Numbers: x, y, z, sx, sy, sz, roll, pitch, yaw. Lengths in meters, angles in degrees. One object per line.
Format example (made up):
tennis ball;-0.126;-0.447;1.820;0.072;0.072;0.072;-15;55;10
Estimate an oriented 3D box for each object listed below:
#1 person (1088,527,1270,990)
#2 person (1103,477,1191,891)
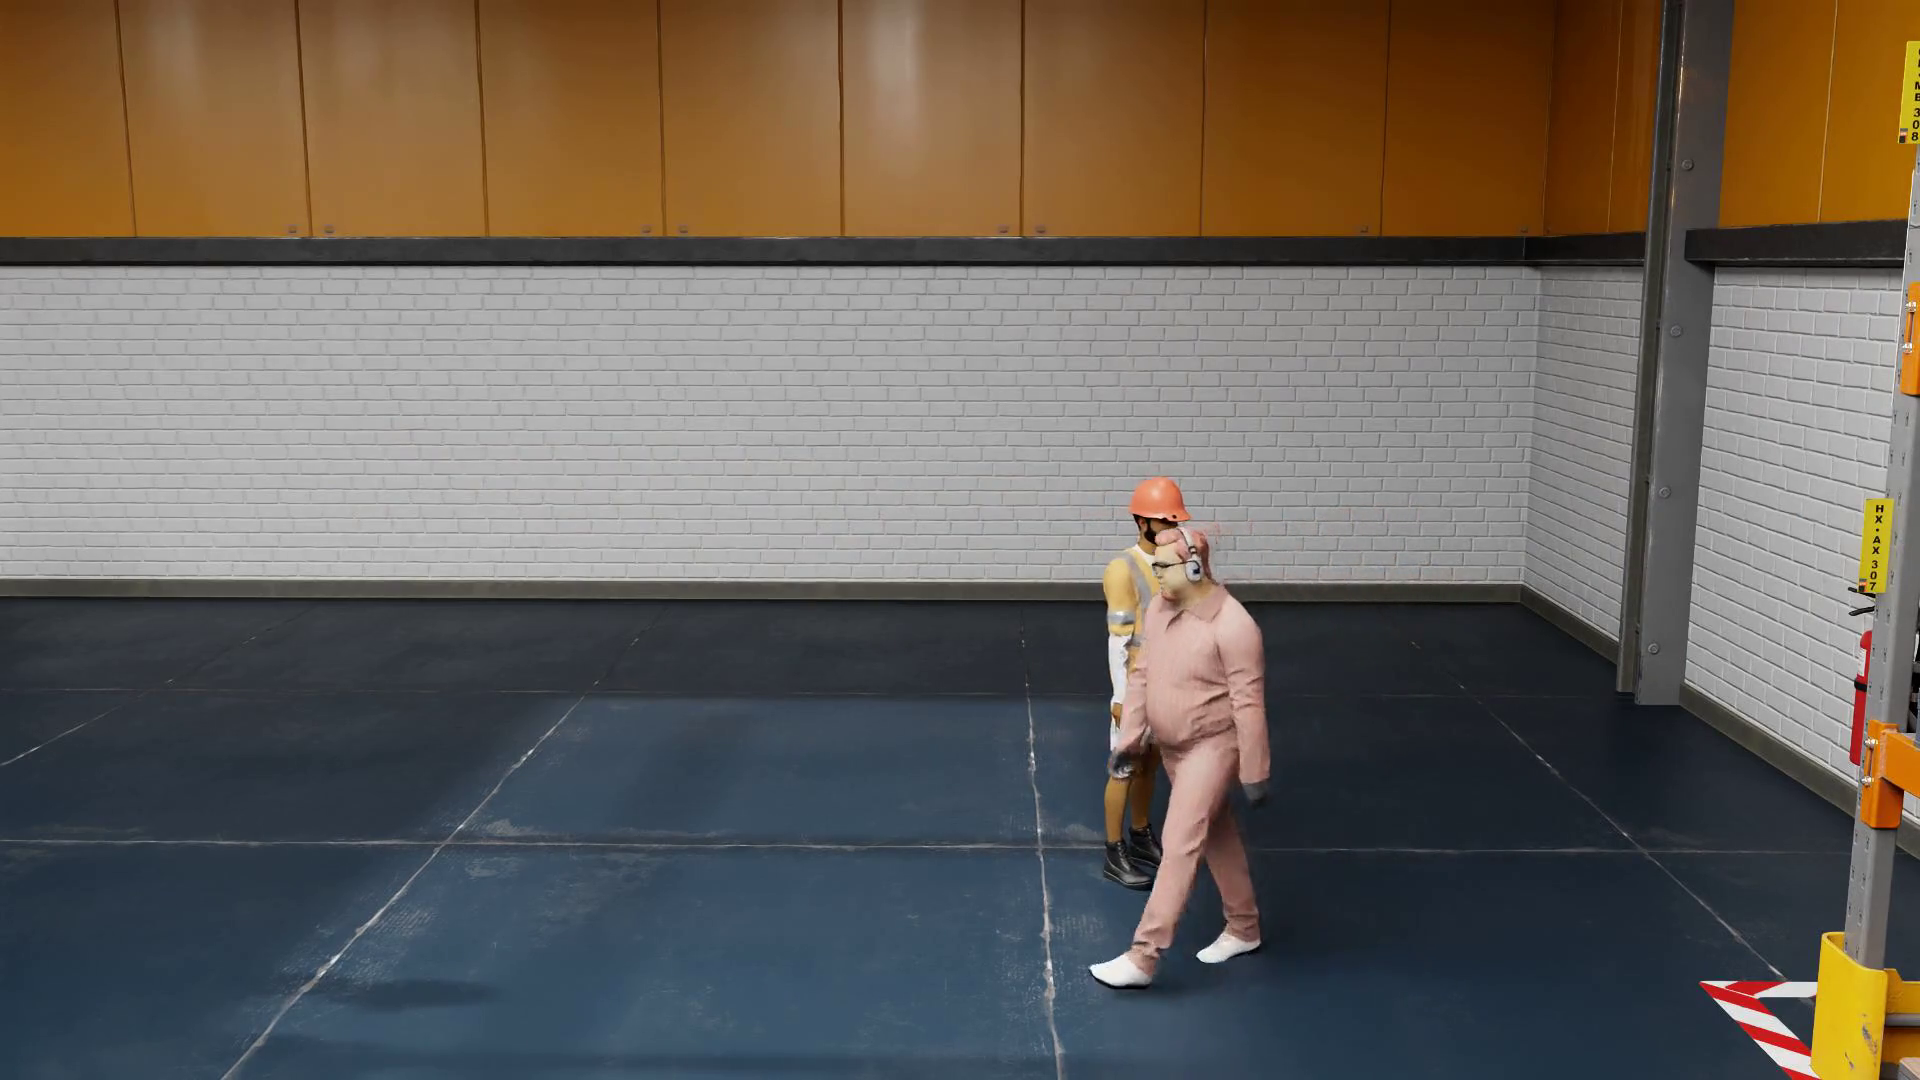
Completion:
person;0.865;0.878;6.752;0.992;1.856;0.647;-4;10;-23
person;0.901;0.660;7.825;0.376;1.936;0.549;7;12;37
